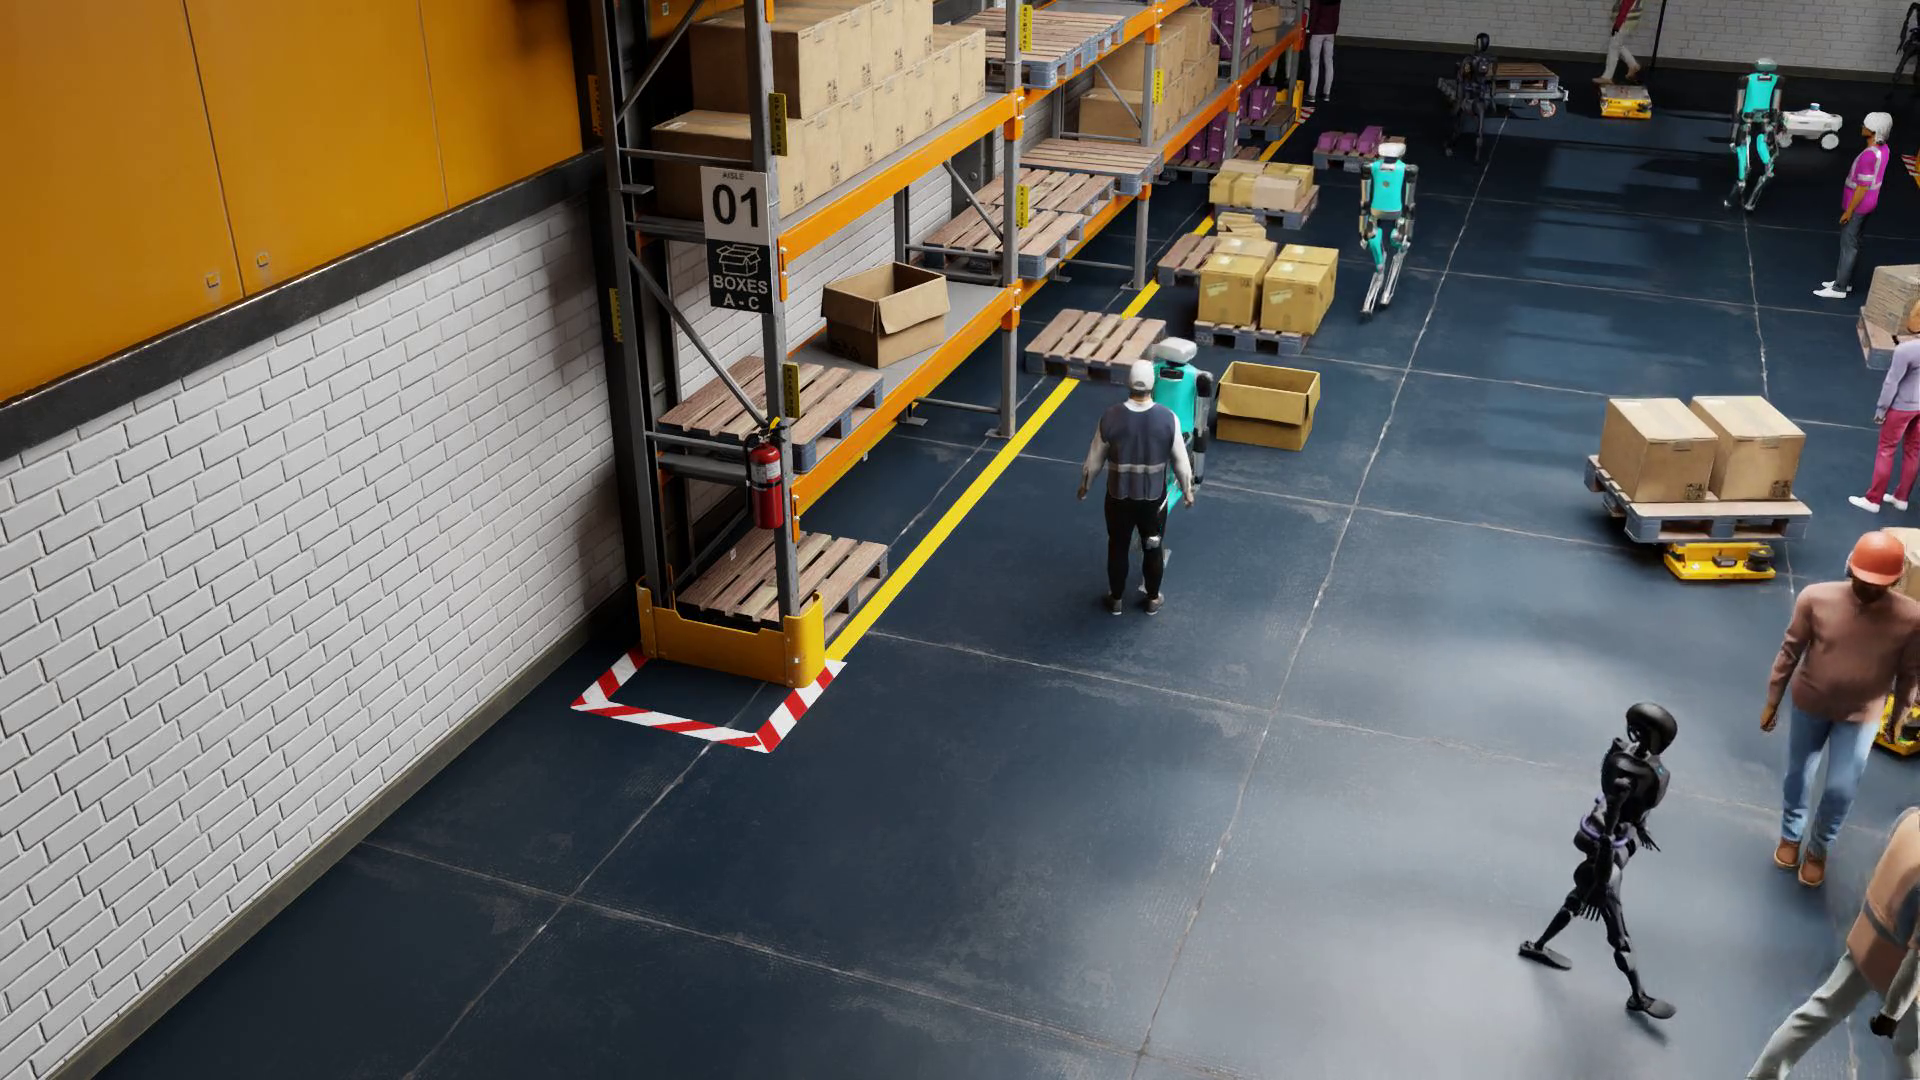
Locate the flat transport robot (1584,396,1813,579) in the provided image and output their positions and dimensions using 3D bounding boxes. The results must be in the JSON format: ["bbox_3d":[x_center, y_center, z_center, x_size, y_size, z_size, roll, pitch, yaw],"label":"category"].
[{"bbox_3d":[5.239,-0.119,11.982,0.659,0.231,1.431,-1,27,-1],"label":"flat transport robot"}]

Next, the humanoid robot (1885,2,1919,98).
[{"bbox_3d":[14.093,-7.304,24.419,0.592,1.641,0.588,-19,33,-32],"label":"humanoid robot"}]

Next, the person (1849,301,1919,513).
[{"bbox_3d":[6.911,-0.966,12.137,0.501,1.626,0.298,-6,28,-11],"label":"person"}]

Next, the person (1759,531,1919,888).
[{"bbox_3d":[4.328,0.847,8.248,0.644,1.970,0.595,17,32,29],"label":"person"}]

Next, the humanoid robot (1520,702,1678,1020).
[{"bbox_3d":[3.018,1.404,7.533,0.760,1.622,0.617,20,33,34],"label":"humanoid robot"}]

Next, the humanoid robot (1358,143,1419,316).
[{"bbox_3d":[4.089,-2.972,15.906,0.551,1.734,1.033,12,30,22],"label":"humanoid robot"}]

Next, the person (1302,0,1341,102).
[{"bbox_3d":[5.288,-7.389,24.257,0.488,1.944,0.431,-7,28,-14],"label":"person"}]

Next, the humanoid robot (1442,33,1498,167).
[{"bbox_3d":[6.533,-5.643,21.209,0.589,1.638,0.749,-7,28,-13],"label":"humanoid robot"}]

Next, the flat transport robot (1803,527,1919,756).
[{"bbox_3d":[5.834,0.872,10.060,1.431,0.231,0.659,-16,31,-28],"label":"flat transport robot"}]

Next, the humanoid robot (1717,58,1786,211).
[{"bbox_3d":[9.103,-4.553,19.000,0.542,1.767,0.910,1,27,3],"label":"humanoid robot"}]

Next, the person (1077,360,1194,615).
[{"bbox_3d":[1.135,-0.323,10.751,0.756,1.758,0.448,3,27,5],"label":"person"}]

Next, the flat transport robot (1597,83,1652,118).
[{"bbox_3d":[9.620,-6.369,24.105,0.659,0.231,1.431,8,28,14],"label":"flat transport robot"}]

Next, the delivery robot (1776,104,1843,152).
[{"bbox_3d":[11.280,-5.482,22.064,0.769,0.587,0.499,8,28,15],"label":"delivery robot"}]

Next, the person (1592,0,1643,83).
[{"bbox_3d":[10.110,-7.853,25.284,0.611,1.822,0.640,13,30,24],"label":"person"}]

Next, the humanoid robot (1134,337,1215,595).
[{"bbox_3d":[1.296,-0.413,10.947,0.539,1.735,0.957,15,31,26],"label":"humanoid robot"}]

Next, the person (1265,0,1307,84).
[{"bbox_3d":[4.943,-7.944,25.340,0.634,1.936,0.354,5,28,9],"label":"person"}]

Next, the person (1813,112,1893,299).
[{"bbox_3d":[8.861,-3.305,16.441,0.338,1.845,0.508,21,34,35],"label":"person"}]

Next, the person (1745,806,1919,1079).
[{"bbox_3d":[3.824,1.688,6.744,1.066,1.850,0.587,1,27,2],"label":"person"}]
